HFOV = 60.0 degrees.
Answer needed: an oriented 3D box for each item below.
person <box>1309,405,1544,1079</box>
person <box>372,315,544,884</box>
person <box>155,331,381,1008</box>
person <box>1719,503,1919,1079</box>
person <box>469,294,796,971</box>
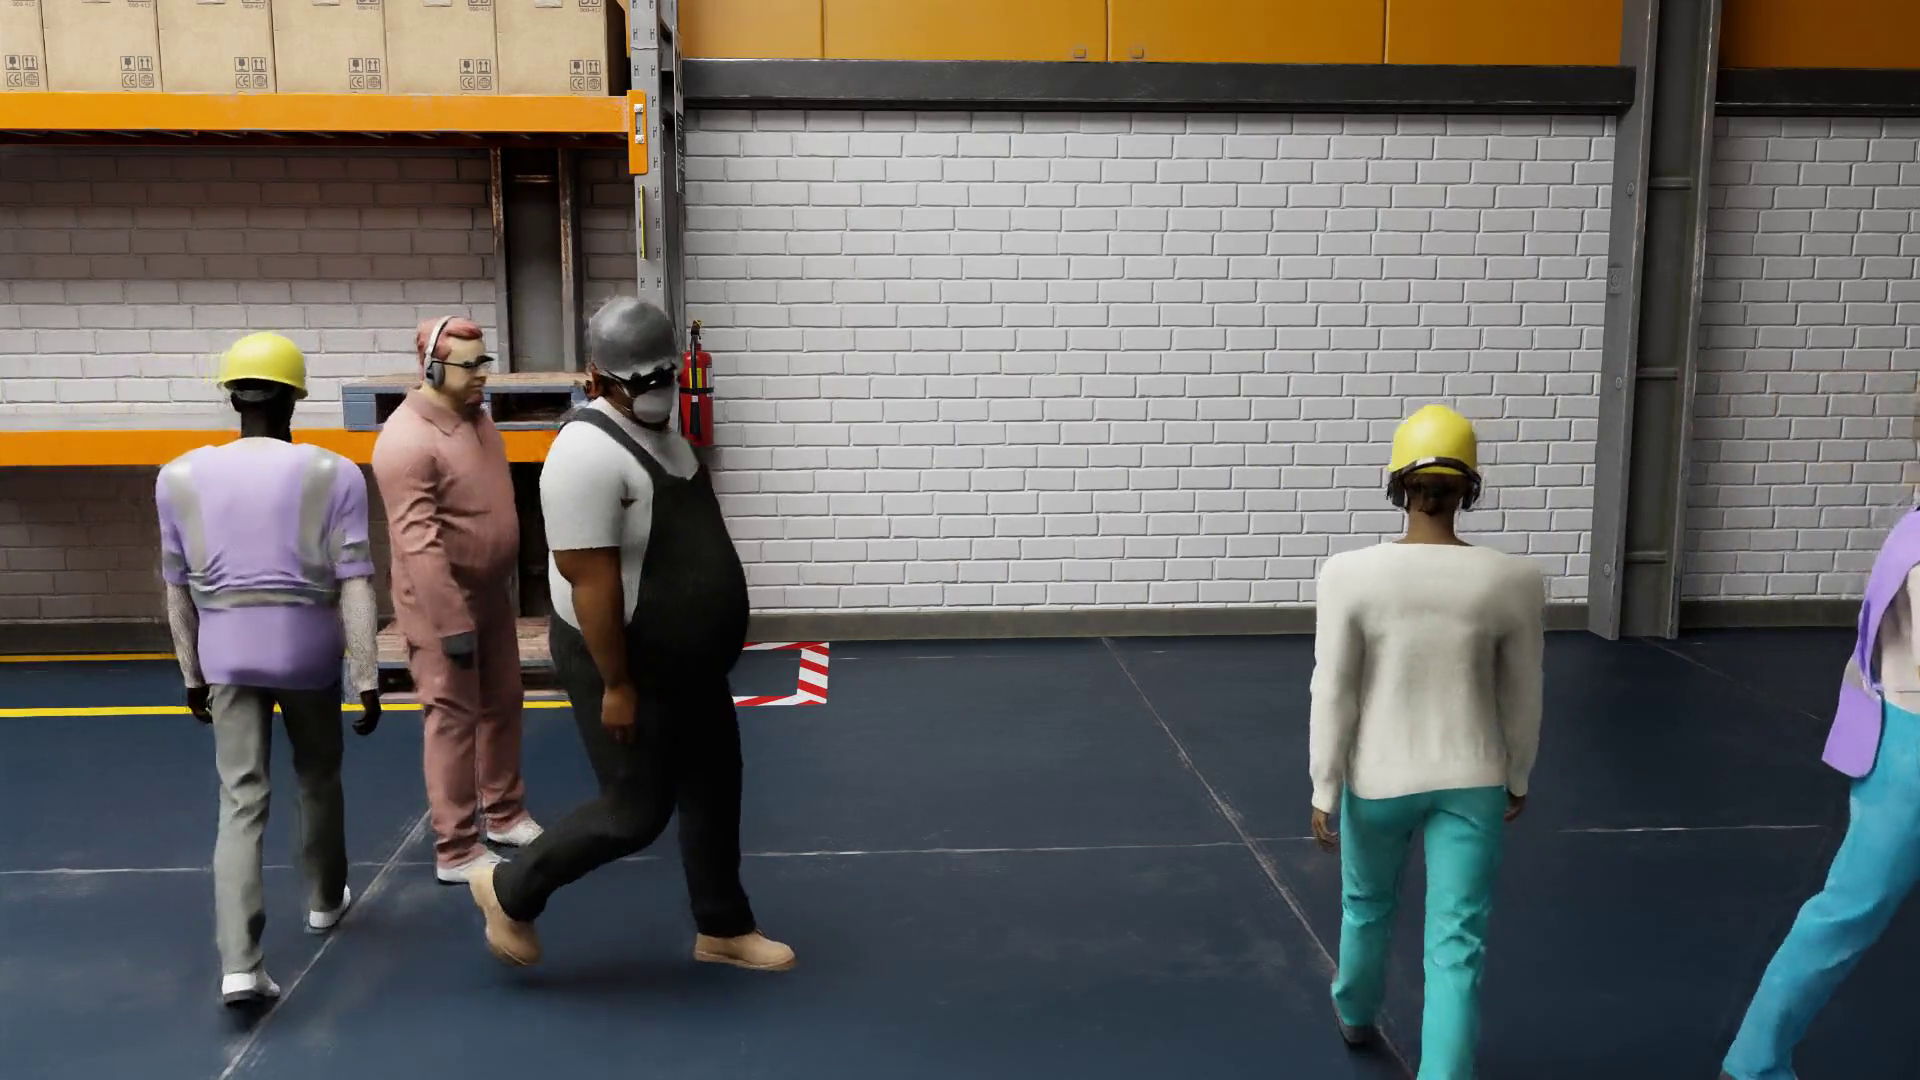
[{"bbox_3d":[1.090,0.542,3.950,0.542,1.713,0.926,1,9,8],"label":"person"},{"bbox_3d":[-1.646,0.205,5.540,0.423,1.894,0.653,2,9,10],"label":"person"},{"bbox_3d":[-1.971,0.342,4.764,0.588,1.874,0.997,-2,9,-12],"label":"person"},{"bbox_3d":[2.241,0.542,3.707,0.990,1.792,0.590,7,11,36],"label":"person"},{"bbox_3d":[-0.941,0.272,4.648,0.782,2.000,0.717,2,9,13],"label":"person"}]
